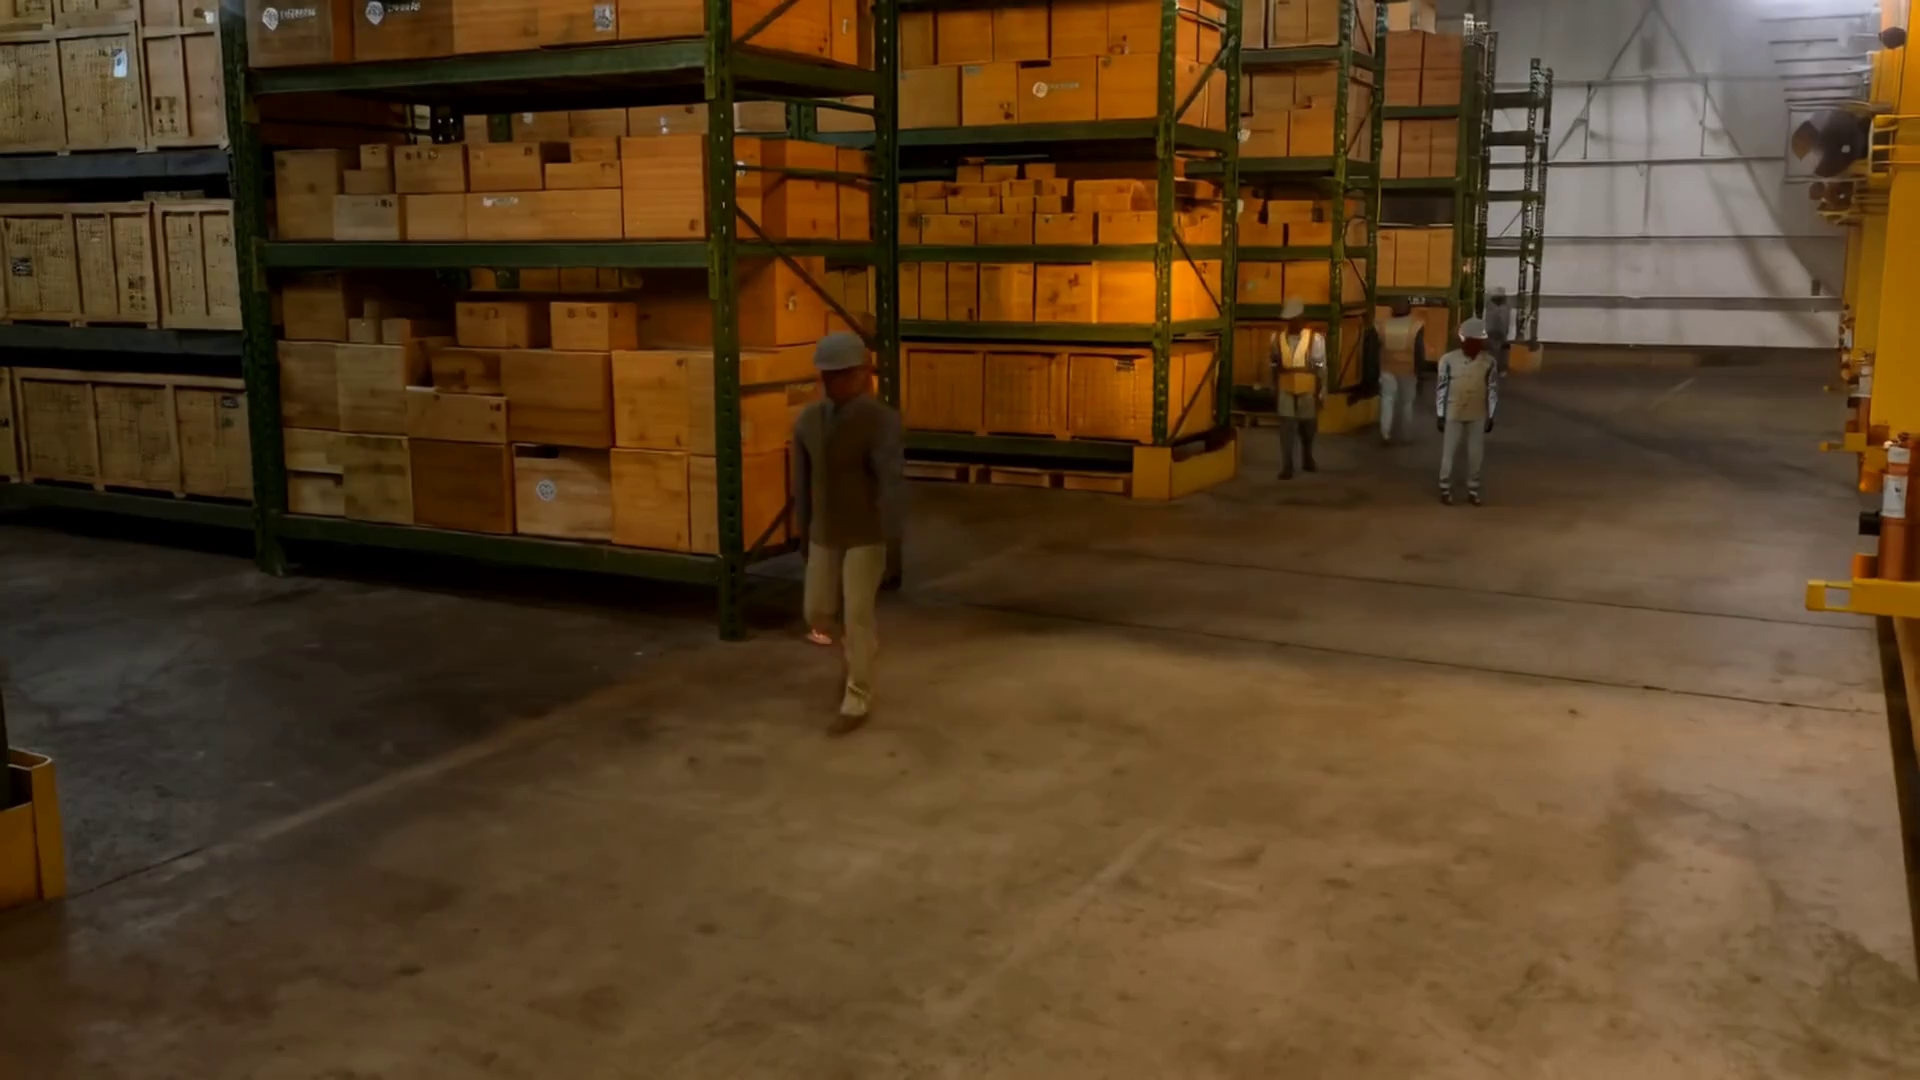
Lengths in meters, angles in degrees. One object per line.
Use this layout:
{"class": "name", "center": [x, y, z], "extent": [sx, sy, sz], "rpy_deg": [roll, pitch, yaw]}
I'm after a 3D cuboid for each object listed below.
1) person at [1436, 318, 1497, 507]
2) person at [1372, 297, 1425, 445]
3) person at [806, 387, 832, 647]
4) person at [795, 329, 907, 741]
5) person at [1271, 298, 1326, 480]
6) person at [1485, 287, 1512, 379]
{"class": "person", "center": [4.653, -1.163, 15.269], "extent": [0.568, 1.743, 0.351], "rpy_deg": [-1, 10, -3]}
{"class": "person", "center": [5.361, -2.061, 20.339], "extent": [0.644, 1.792, 0.949], "rpy_deg": [4, 11, 24]}
{"class": "person", "center": [-0.699, -0.180, 9.911], "extent": [0.524, 1.630, 0.313], "rpy_deg": [-6, 11, -30]}
{"class": "person", "center": [-0.515, -0.045, 8.126], "extent": [0.628, 1.979, 0.612], "rpy_deg": [5, 11, 26]}
{"class": "person", "center": [3.556, -1.598, 17.418], "extent": [0.590, 1.888, 0.988], "rpy_deg": [4, 11, 23]}
{"class": "person", "center": [10.067, -3.882, 31.161], "extent": [0.488, 1.694, 0.920], "rpy_deg": [1, 10, 7]}
